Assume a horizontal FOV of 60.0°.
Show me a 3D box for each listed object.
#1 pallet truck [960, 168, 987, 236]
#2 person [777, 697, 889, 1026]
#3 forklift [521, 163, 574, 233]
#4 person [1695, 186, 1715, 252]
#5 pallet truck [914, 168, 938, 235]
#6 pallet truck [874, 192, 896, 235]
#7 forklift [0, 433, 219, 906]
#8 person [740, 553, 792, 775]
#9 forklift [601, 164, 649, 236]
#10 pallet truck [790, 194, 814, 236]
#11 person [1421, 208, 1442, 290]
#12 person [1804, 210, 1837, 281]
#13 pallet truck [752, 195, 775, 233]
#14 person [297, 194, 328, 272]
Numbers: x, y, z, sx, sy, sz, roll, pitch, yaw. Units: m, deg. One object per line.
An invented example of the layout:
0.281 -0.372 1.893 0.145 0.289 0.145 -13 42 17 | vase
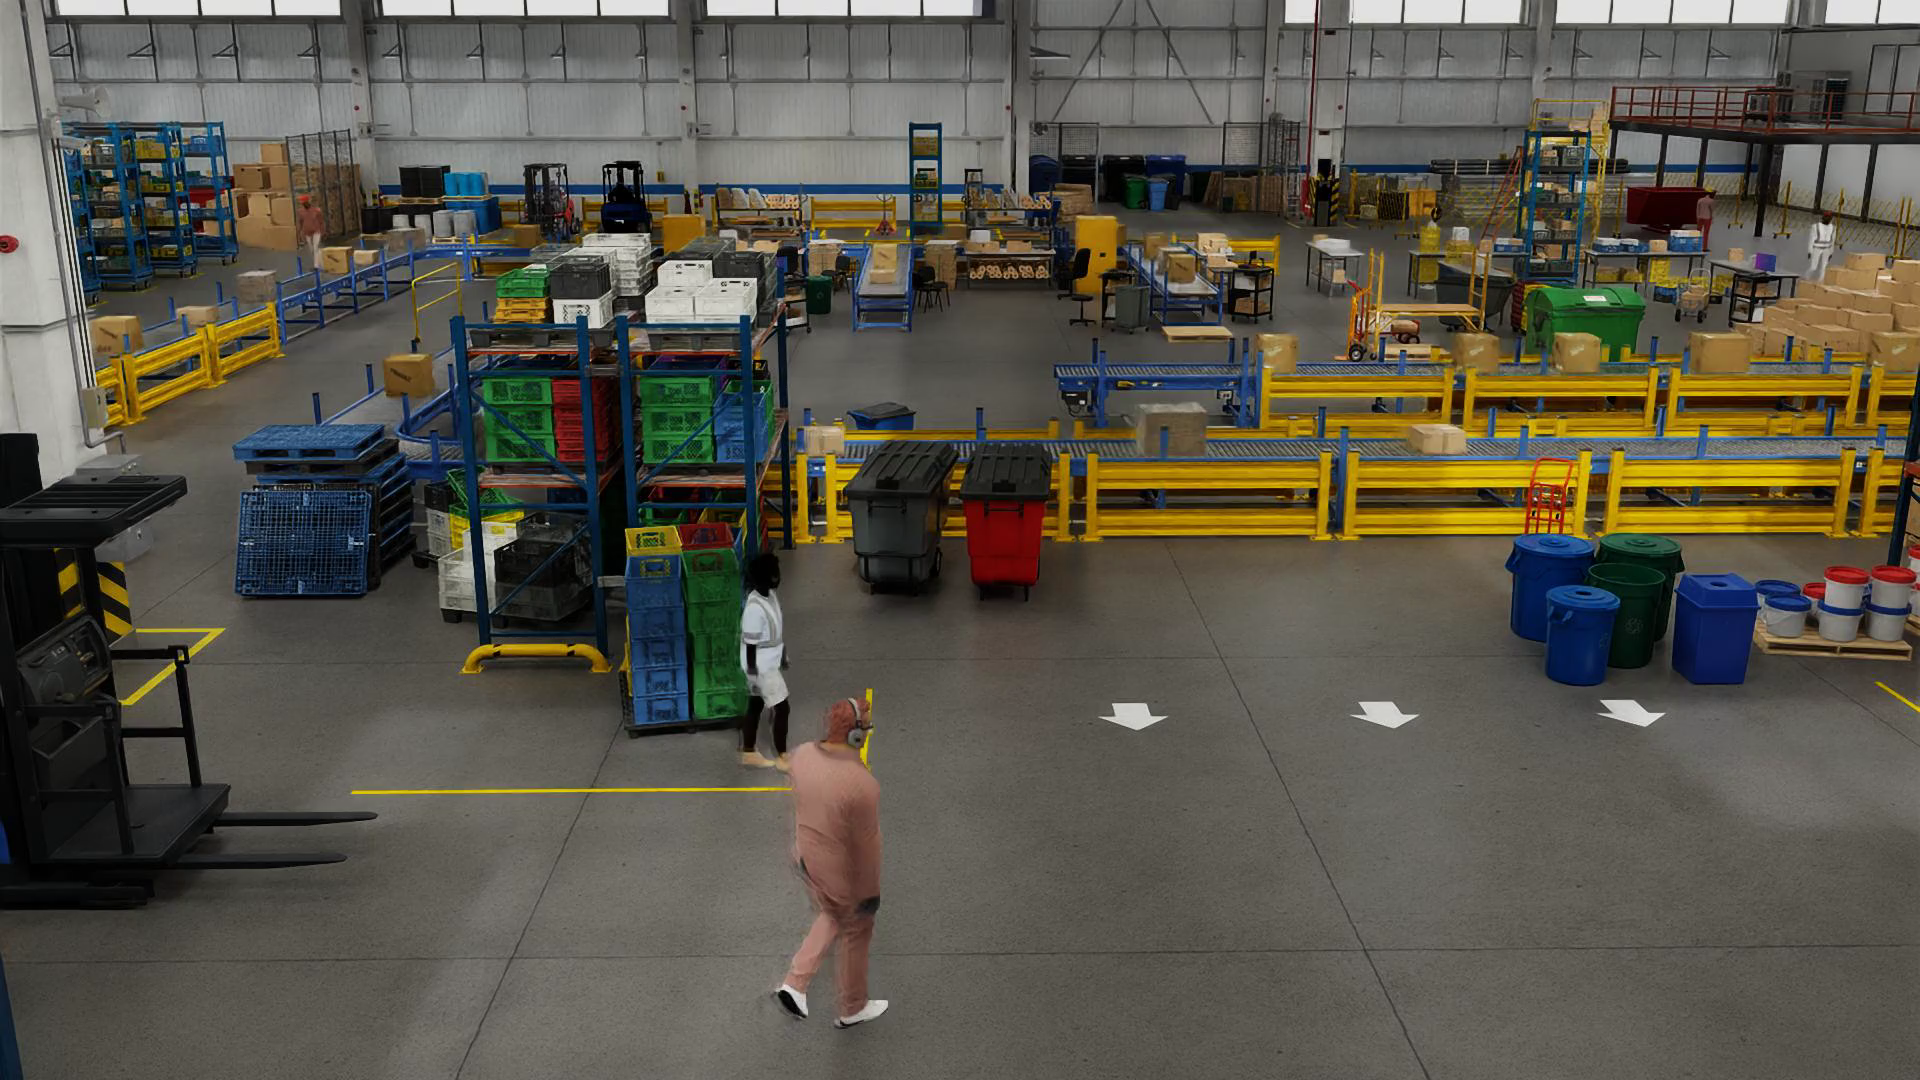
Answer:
0.383 -10.230 50.206 0.823 1.965 1.885 -1 16 -3 | pallet truck
-0.663 1.737 8.808 0.526 1.884 0.657 -15 22 -42 | person
-12.233 -10.122 49.298 1.157 1.987 2.680 0 16 -1 | forklift
20.505 -8.831 45.759 0.311 1.768 0.532 -11 19 -33 | person
-0.989 -10.316 50.507 0.823 1.965 1.885 1 16 3 | pallet truck
-2.277 -9.986 50.594 0.653 1.274 1.630 0 16 -1 | pallet truck
-5.952 0.780 10.366 1.873 2.768 1.129 0 16 -1 | forklift
-1.321 0.903 12.064 0.656 1.671 0.557 1 16 3 | person
-9.948 -10.127 49.296 1.157 1.987 2.680 -1 16 -3 | forklift
-4.814 -9.883 50.259 0.704 1.261 1.522 -1 16 -3 | pallet truck
10.797 -6.666 38.077 0.336 1.860 0.498 6 17 21 | person
19.421 -6.523 37.552 0.597 1.869 0.595 1 16 3 | person
-6.051 -9.967 50.660 0.680 1.201 1.601 0 16 -1 | pallet truck
-15.979 -7.568 41.072 0.659 1.929 1.054 0 16 -1 | person
